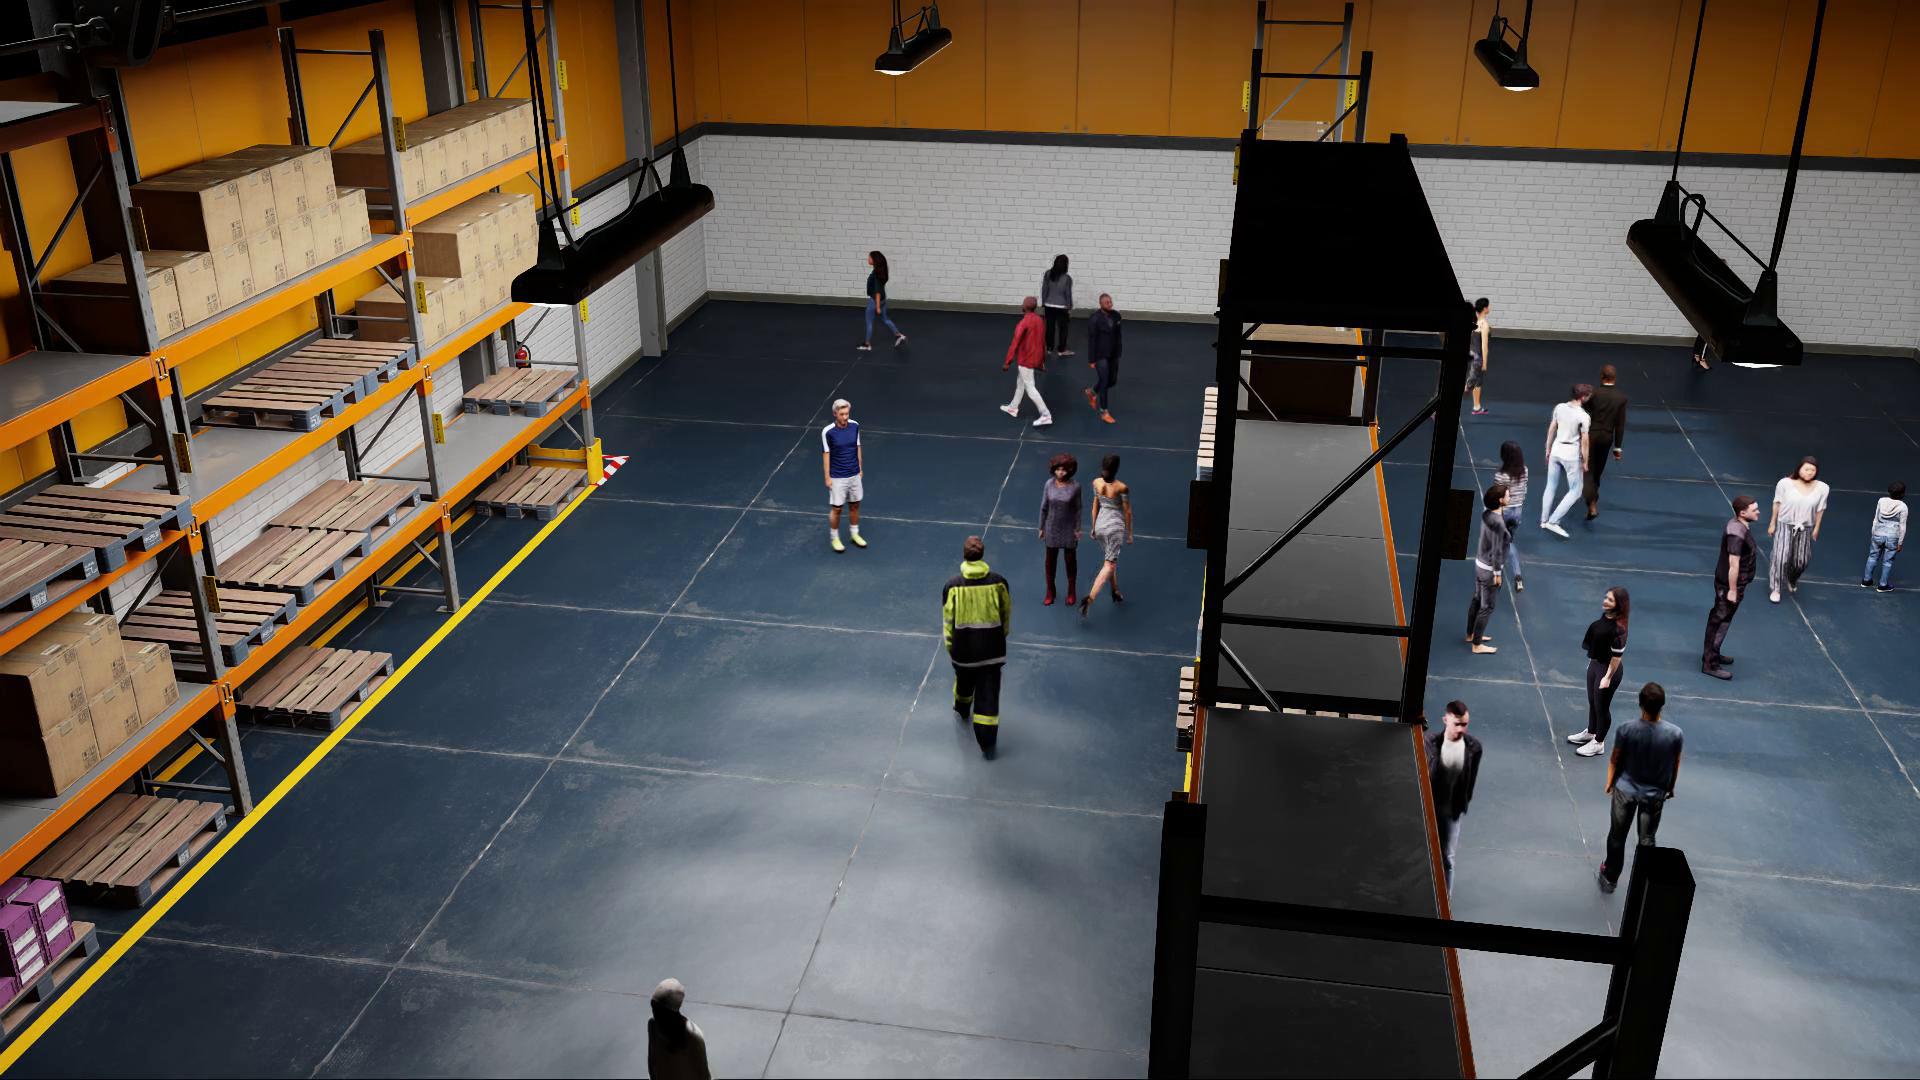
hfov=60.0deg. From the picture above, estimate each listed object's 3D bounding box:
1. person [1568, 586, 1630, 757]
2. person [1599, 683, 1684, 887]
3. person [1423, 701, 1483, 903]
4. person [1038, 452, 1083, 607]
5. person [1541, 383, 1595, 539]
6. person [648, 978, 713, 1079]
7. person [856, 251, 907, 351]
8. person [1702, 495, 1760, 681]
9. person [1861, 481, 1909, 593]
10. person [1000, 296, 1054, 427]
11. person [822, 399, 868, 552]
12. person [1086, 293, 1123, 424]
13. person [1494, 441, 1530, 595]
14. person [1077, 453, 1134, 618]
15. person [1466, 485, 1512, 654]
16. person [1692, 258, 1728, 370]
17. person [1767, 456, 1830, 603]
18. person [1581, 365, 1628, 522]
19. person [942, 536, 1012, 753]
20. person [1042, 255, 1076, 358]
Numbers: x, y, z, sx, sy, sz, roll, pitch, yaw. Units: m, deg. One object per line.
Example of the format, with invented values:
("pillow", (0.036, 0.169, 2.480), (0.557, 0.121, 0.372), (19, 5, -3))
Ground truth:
("person", (5.762, 1.158, 14.877), (0.698, 1.637, 0.565), (0, 24, 1))
("person", (5.275, 1.925, 12.886), (0.701, 1.827, 0.773), (8, 25, 18))
("person", (3.636, 1.998, 12.732), (0.702, 1.816, 1.141), (3, 24, 7))
("person", (1.078, -0.125, 17.720), (0.604, 1.711, 0.539), (7, 24, 15))
("person", (7.091, -0.947, 19.442), (0.847, 1.839, 0.913), (20, 31, 39))
("person", (-1.625, 3.281, 10.044), (0.872, 1.619, 1.126), (16, 28, 32))
("person", (-1.233, -3.756, 26.171), (0.677, 1.595, 0.943), (5, 24, 10))
("person", (7.547, 0.425, 16.297), (0.841, 1.845, 0.644), (12, 26, 25))
("person", (10.095, -0.055, 18.124), (0.623, 1.260, 0.567), (-17, 29, -34))
("person", (1.011, -2.441, 22.924), (1.132, 1.787, 1.253), (18, 30, 36))
("person", (-1.338, -0.767, 19.044), (0.724, 1.827, 0.781), (-15, 28, -31))
("person", (1.986, -2.567, 23.197), (1.069, 1.799, 1.135), (-15, 28, -30))
("person", (5.878, -0.175, 17.756), (0.823, 1.774, 0.931), (-8, 25, -18))
("person", (1.513, -0.013, 17.370), (0.950, 1.787, 1.171), (18, 29, 35))
("person", (5.316, 0.273, 16.736), (0.710, 1.771, 0.536), (-1, 24, -2))
("person", (11.434, -3.457, 25.349), (0.709, 1.706, 0.536), (0, 24, 0))
("person", (8.941, -0.157, 17.847), (0.748, 1.668, 0.787), (9, 25, 19))
("person", (7.586, -1.132, 19.828), (0.769, 1.868, 1.309), (1, 24, 3))
("person", (0.175, 0.963, 14.959), (0.958, 1.930, 1.313), (-1, 24, -2))
("person", (1.502, -3.677, 25.993), (0.822, 1.594, 0.795), (8, 25, 18))
